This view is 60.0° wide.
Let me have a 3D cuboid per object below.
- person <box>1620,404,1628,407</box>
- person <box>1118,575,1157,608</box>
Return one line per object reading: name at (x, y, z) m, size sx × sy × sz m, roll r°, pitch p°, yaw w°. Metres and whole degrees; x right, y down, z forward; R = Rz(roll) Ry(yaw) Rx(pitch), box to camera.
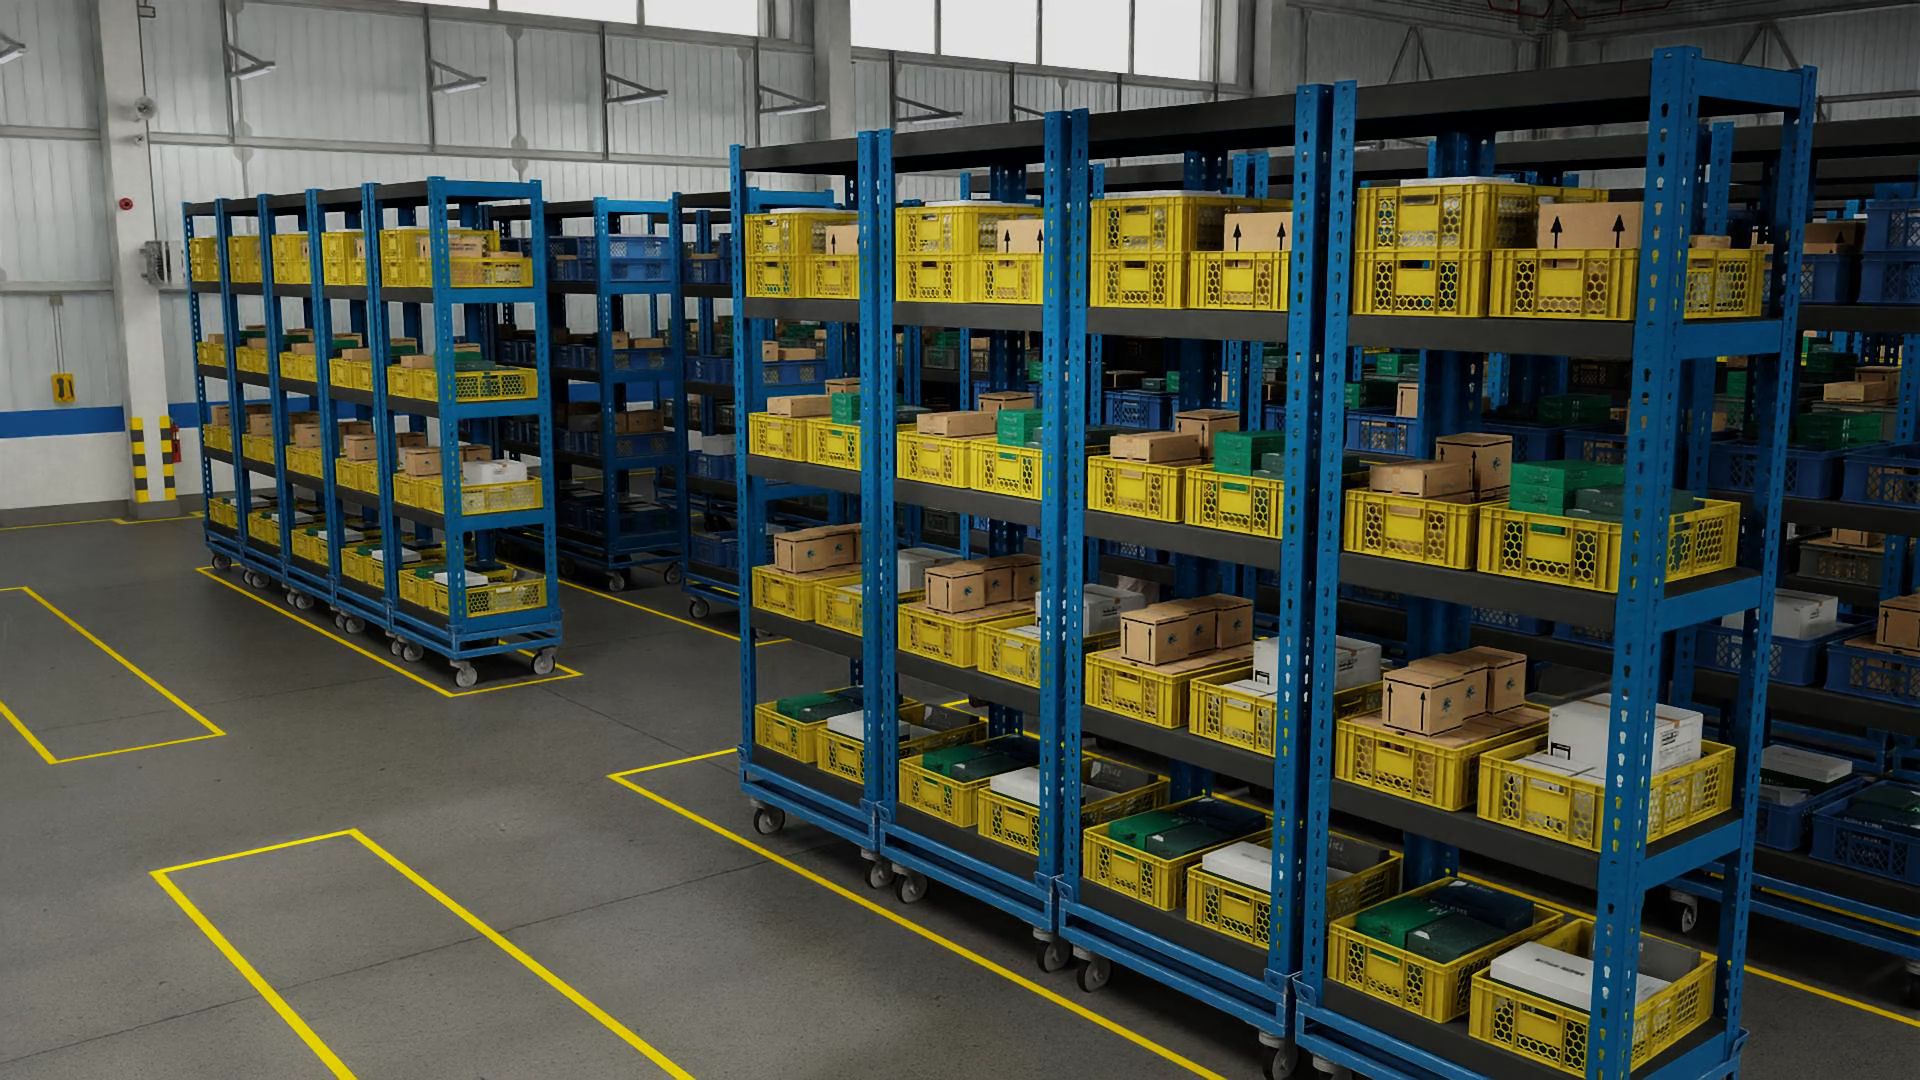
person at (8.291, -1.258, 20.306) m, size 0.607 × 1.833 × 0.579 m, roll -7°, pitch 12°, yaw -38°
person at (1.442, -0.110, 12.906) m, size 0.390 × 1.992 × 0.624 m, roll 9°, pitch 13°, yaw 43°
